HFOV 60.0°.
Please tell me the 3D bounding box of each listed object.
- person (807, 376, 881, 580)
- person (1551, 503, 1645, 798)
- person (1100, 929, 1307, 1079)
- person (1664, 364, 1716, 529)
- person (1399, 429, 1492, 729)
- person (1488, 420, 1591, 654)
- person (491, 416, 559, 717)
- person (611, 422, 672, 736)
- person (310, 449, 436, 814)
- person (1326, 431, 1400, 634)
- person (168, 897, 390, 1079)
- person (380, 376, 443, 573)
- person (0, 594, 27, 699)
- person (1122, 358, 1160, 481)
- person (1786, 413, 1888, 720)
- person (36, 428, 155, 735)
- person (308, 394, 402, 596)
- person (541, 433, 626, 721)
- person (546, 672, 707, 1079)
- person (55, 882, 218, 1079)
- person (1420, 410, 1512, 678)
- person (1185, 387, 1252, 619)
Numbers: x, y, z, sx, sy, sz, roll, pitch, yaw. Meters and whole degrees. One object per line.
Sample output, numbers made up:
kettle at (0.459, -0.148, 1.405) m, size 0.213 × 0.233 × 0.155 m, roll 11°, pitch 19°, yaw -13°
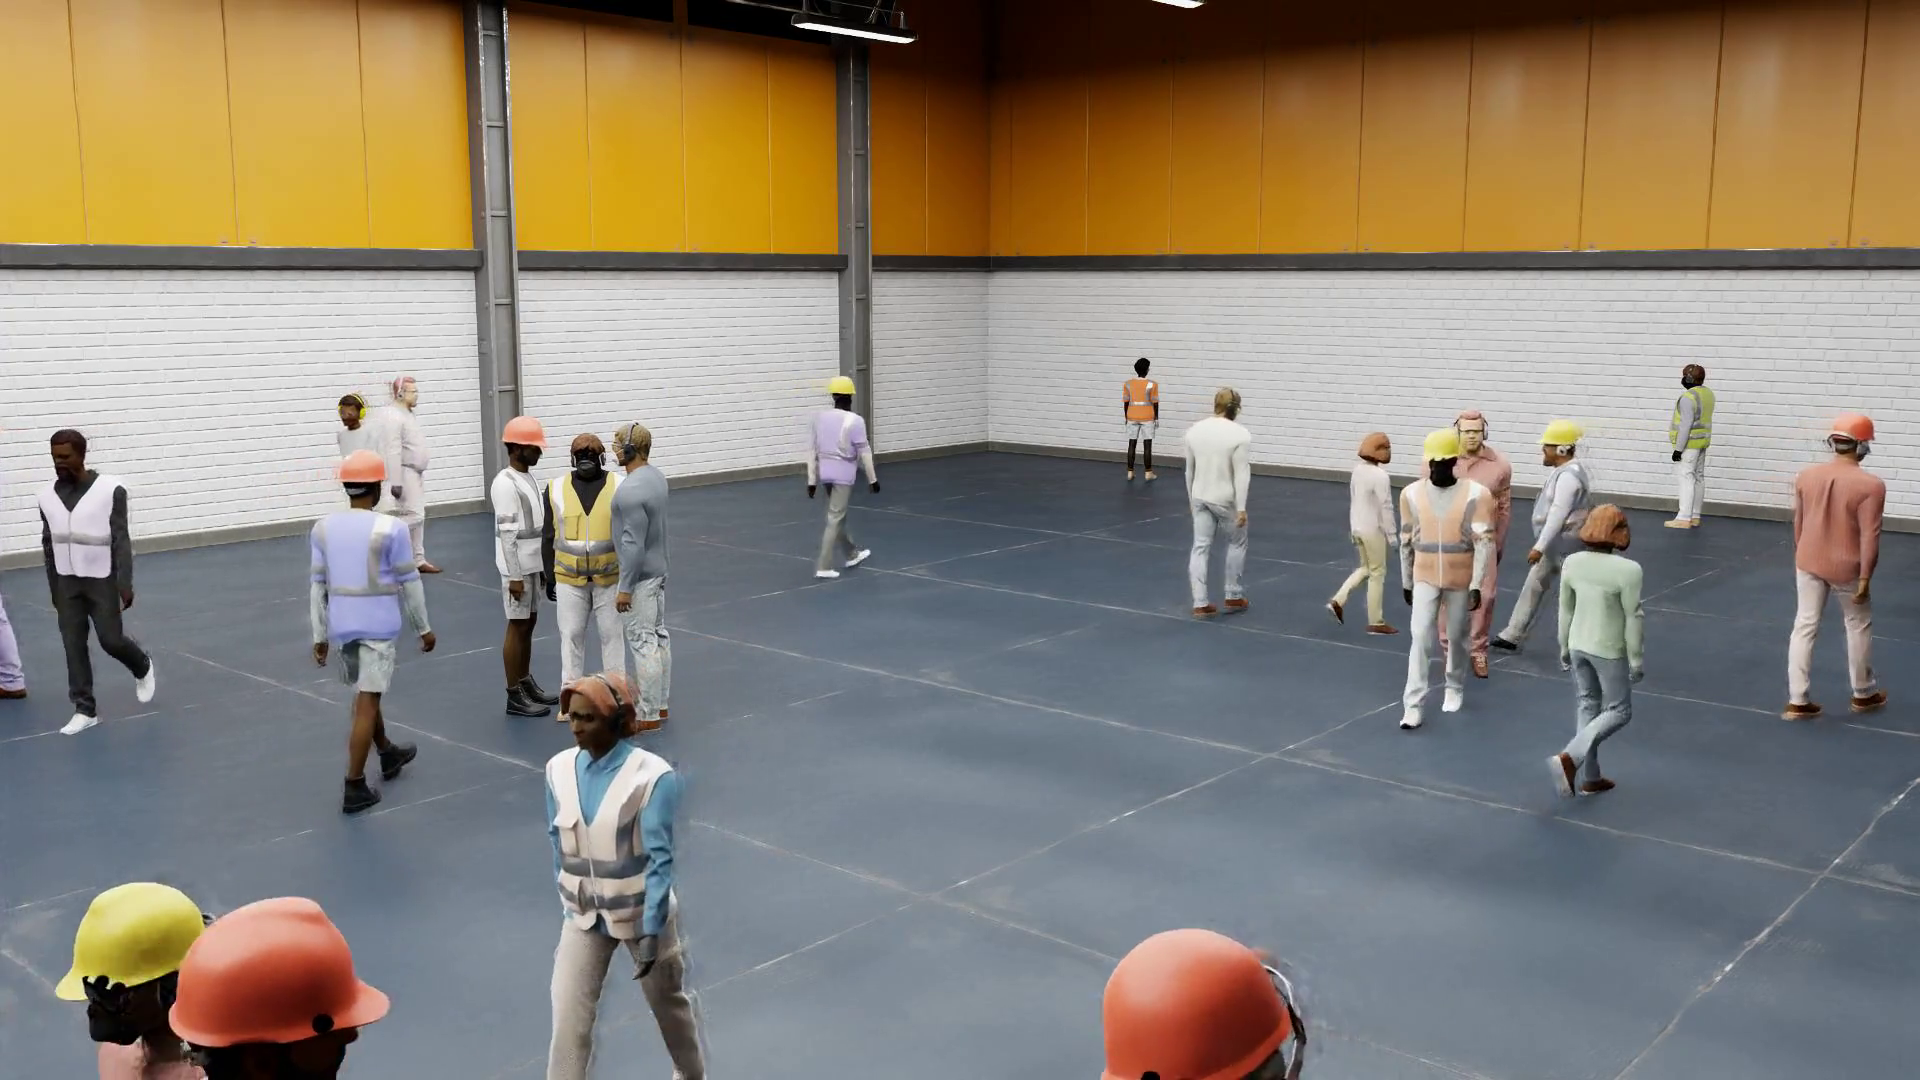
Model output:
person at (-1.093, -0.599, 15.715) m, size 0.605 × 1.881 × 0.960 m, roll 7°, pitch 11°, yaw 37°
person at (3.398, 0.610, 8.926) m, size 0.538 × 1.617 × 0.516 m, roll -5°, pitch 10°, yaw -28°
person at (0.484, 1.469, 2.579) m, size 0.660 × 1.951 × 0.770 m, roll 3°, pitch 10°, yaw 18°
person at (8.185, -1.051, 18.678) m, size 0.621 × 1.845 × 0.429 m, roll -8°, pitch 12°, yaw -42°
person at (3.052, 0.232, 10.534) m, size 0.590 × 1.875 × 0.978 m, roll 4°, pitch 10°, yaw 25°
person at (4.391, 0.016, 12.199) m, size 0.981 × 1.782 × 0.586 m, roll 2°, pitch 9°, yaw 12°
person at (-2.805, 0.165, 10.753) m, size 0.358 × 1.937 × 0.544 m, roll 0°, pitch 9°, yaw 1°
person at (-1.983, 0.239, 10.281) m, size 0.373 × 1.940 × 0.628 m, roll 1°, pitch 9°, yaw 4°
person at (-3.155, 0.456, 9.032) m, size 0.560 × 1.892 × 0.933 m, roll 2°, pitch 9°, yaw 15°
person at (3.217, -0.048, 13.073) m, size 0.502 × 1.623 × 0.523 m, roll -2°, pitch 9°, yaw -12°
person at (-0.991, 1.476, 2.636) m, size 0.939 × 1.889 × 0.580 m, roll -5°, pitch 10°, yaw -28°
person at (-5.241, -0.599, 15.675) m, size 0.539 × 1.890 × 0.665 m, roll -1°, pitch 9°, yaw -4°
person at (-6.676, 0.179, 10.891) m, size 0.934 × 1.860 × 0.666 m, roll -2°, pitch 9°, yaw -10°
person at (2.510, -1.667, 23.004) m, size 0.541 × 1.696 × 0.316 m, roll 5°, pitch 10°, yaw 27°
person at (5.670, 0.161, 10.680) m, size 0.924 × 1.952 × 0.625 m, roll -6°, pitch 11°, yaw -34°
person at (-5.444, 0.229, 10.474) m, size 0.600 × 1.897 × 0.689 m, roll 1°, pitch 9°, yaw 4°
person at (-5.298, -0.377, 14.587) m, size 0.480 × 1.805 × 0.979 m, roll 3°, pitch 10°, yaw 20°
person at (-2.347, 0.237, 10.596) m, size 0.623 × 1.844 × 0.429 m, roll -1°, pitch 9°, yaw -8°
person at (-1.103, 1.202, 5.308) m, size 0.512 × 1.594 × 0.864 m, roll 3°, pitch 10°, yaw 21°
person at (-1.479, 1.486, 3.150) m, size 0.528 × 1.722 × 0.889 m, roll 5°, pitch 10°, yaw 29°
person at (3.542, 0.033, 11.723) m, size 0.646 × 1.889 × 0.577 m, roll 2°, pitch 9°, yaw 13°
person at (2.193, -0.314, 13.835) m, size 0.658 × 1.906 × 0.795 m, roll 8°, pitch 12°, yaw 41°
